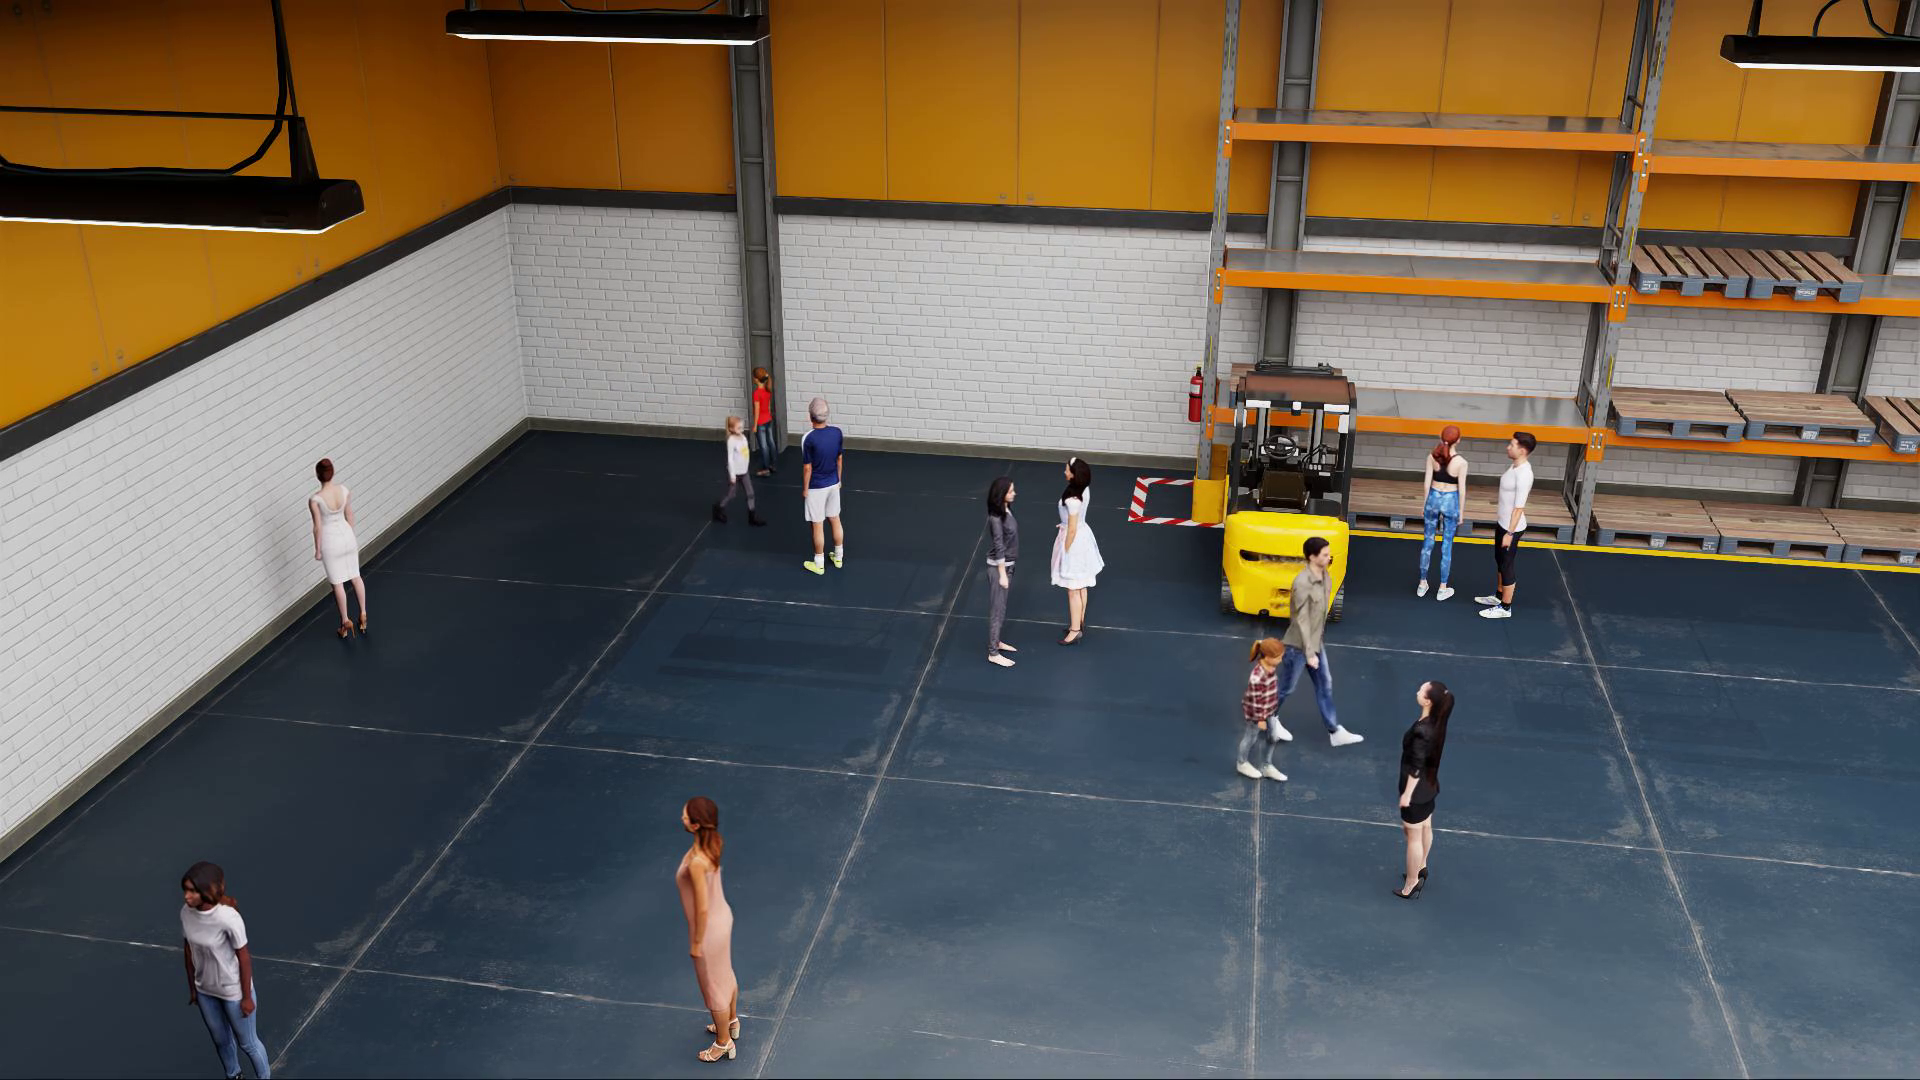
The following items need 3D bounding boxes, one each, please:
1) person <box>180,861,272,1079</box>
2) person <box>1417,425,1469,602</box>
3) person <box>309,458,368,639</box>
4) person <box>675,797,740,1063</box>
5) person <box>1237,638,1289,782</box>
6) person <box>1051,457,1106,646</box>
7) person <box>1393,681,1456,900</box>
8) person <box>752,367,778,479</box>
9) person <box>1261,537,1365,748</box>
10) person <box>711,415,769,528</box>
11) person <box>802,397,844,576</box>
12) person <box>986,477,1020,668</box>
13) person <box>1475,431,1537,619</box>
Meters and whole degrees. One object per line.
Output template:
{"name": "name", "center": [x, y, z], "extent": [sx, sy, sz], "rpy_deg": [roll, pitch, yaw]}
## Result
{"name": "person", "center": [-4.270, 2.613, 9.657], "extent": [0.508, 1.719, 0.679], "rpy_deg": [8, 25, 17]}
{"name": "person", "center": [4.690, -0.274, 16.180], "extent": [0.625, 1.785, 0.709], "rpy_deg": [13, 27, 28]}
{"name": "person", "center": [-5.755, 0.066, 15.394], "extent": [0.637, 1.792, 0.632], "rpy_deg": [19, 30, 37]}
{"name": "person", "center": [-1.515, 2.356, 10.106], "extent": [0.522, 1.831, 0.600], "rpy_deg": [3, 24, 6]}
{"name": "person", "center": [2.309, 1.315, 13.174], "extent": [0.755, 1.281, 0.683], "rpy_deg": [16, 28, 32]}
{"name": "person", "center": [1.058, 0.102, 15.279], "extent": [0.752, 1.818, 0.727], "rpy_deg": [7, 25, 16]}
{"name": "person", "center": [3.242, 1.741, 11.680], "extent": [0.666, 1.697, 0.673], "rpy_deg": [15, 28, 31]}
{"name": "person", "center": [-2.278, -1.375, 19.292], "extent": [0.542, 1.309, 0.538], "rpy_deg": [11, 26, 23]}
{"name": "person", "center": [2.738, 0.840, 13.586], "extent": [1.230, 1.821, 1.069], "rpy_deg": [20, 30, 37]}
{"name": "person", "center": [-2.450, -0.748, 17.910], "extent": [0.947, 1.269, 0.679], "rpy_deg": [12, 26, 25]}
{"name": "person", "center": [-1.385, -0.559, 16.765], "extent": [0.724, 1.839, 0.764], "rpy_deg": [-19, 30, -37]}
{"name": "person", "center": [0.362, 0.256, 14.992], "extent": [0.521, 1.765, 0.599], "rpy_deg": [2, 24, 6]}
{"name": "person", "center": [5.243, -0.158, 15.831], "extent": [0.550, 1.852, 0.656], "rpy_deg": [4, 24, 8]}
